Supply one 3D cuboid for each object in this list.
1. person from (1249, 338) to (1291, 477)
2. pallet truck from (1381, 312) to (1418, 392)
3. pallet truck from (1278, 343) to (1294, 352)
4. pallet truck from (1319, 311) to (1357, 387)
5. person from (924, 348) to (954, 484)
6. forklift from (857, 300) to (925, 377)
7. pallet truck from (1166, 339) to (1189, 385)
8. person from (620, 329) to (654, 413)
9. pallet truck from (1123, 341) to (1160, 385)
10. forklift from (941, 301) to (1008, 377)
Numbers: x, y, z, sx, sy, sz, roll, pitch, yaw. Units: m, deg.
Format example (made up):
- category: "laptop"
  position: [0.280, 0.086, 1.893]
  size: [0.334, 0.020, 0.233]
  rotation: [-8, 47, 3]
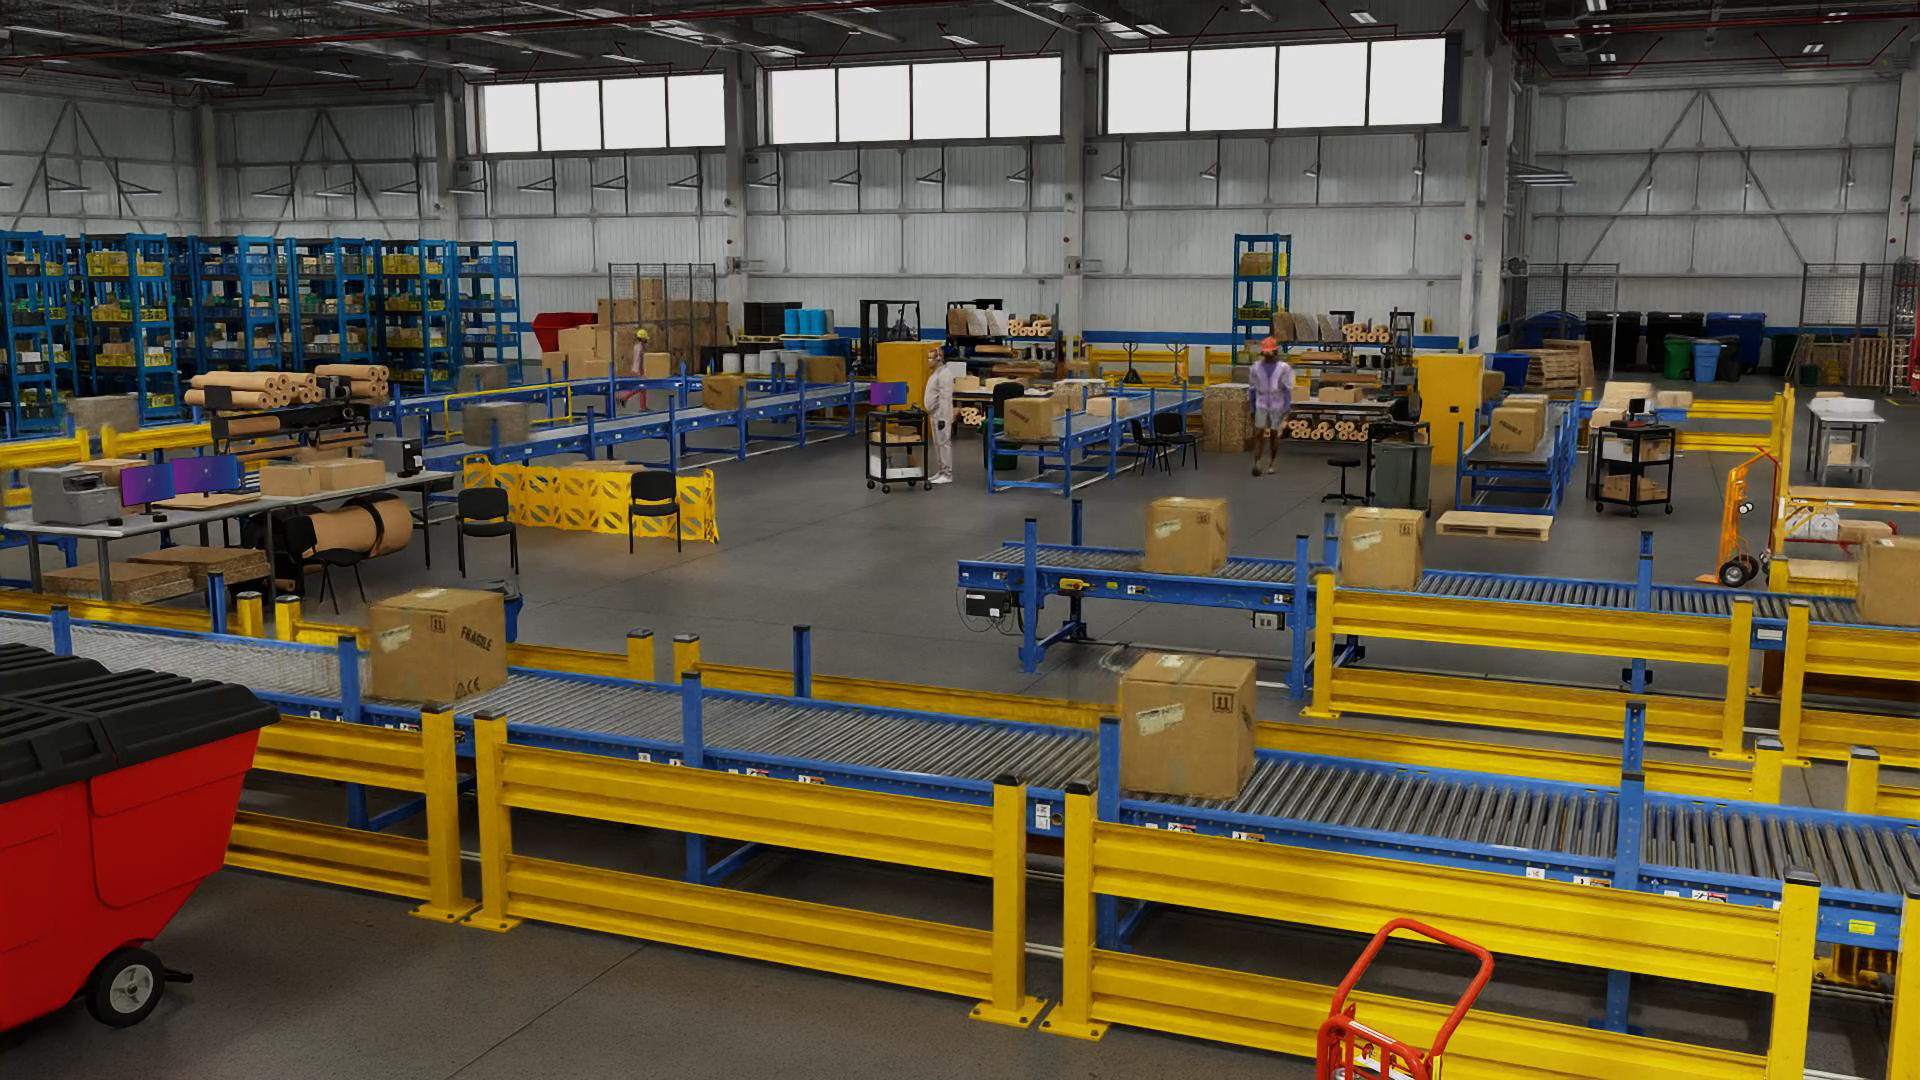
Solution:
- category: "person"
  position: [4.441, -1.898, 23.936]
  size: [0.614, 1.991, 1.030]
  rotation: [2, 10, 14]
- category: "pallet truck"
  position: [10.207, -4.283, 38.369]
  size: [0.823, 1.965, 1.885]
  rotation: [3, 10, 20]
- category: "pallet truck"
  position: [7.886, -4.163, 39.743]
  size: [0.653, 1.274, 1.630]
  rotation: [4, 10, 22]
- category: "pallet truck"
  position: [9.071, -4.419, 39.190]
  size: [0.823, 1.965, 1.885]
  rotation: [5, 10, 26]
- category: "person"
  position: [-0.308, -1.734, 23.244]
  size: [0.397, 1.900, 0.635]
  rotation: [-2, 10, -15]
- category: "forklift"
  position: [-1.732, -5.109, 42.468]
  size: [1.157, 1.987, 2.680]
  rotation: [4, 10, 22]
- category: "pallet truck"
  position: [5.418, -4.269, 40.420]
  size: [0.704, 1.261, 1.522]
  rotation: [3, 10, 20]
- category: "person"
  position: [-6.663, -3.476, 34.241]
  size: [0.590, 1.736, 0.550]
  rotation: [-3, 10, -15]
- category: "pallet truck"
  position: [4.445, -4.380, 41.279]
  size: [0.680, 1.201, 1.601]
  rotation: [4, 10, 22]
- category: "forklift"
  position: [0.365, -4.966, 41.571]
  size: [1.157, 1.987, 2.680]
  rotation: [3, 10, 20]
